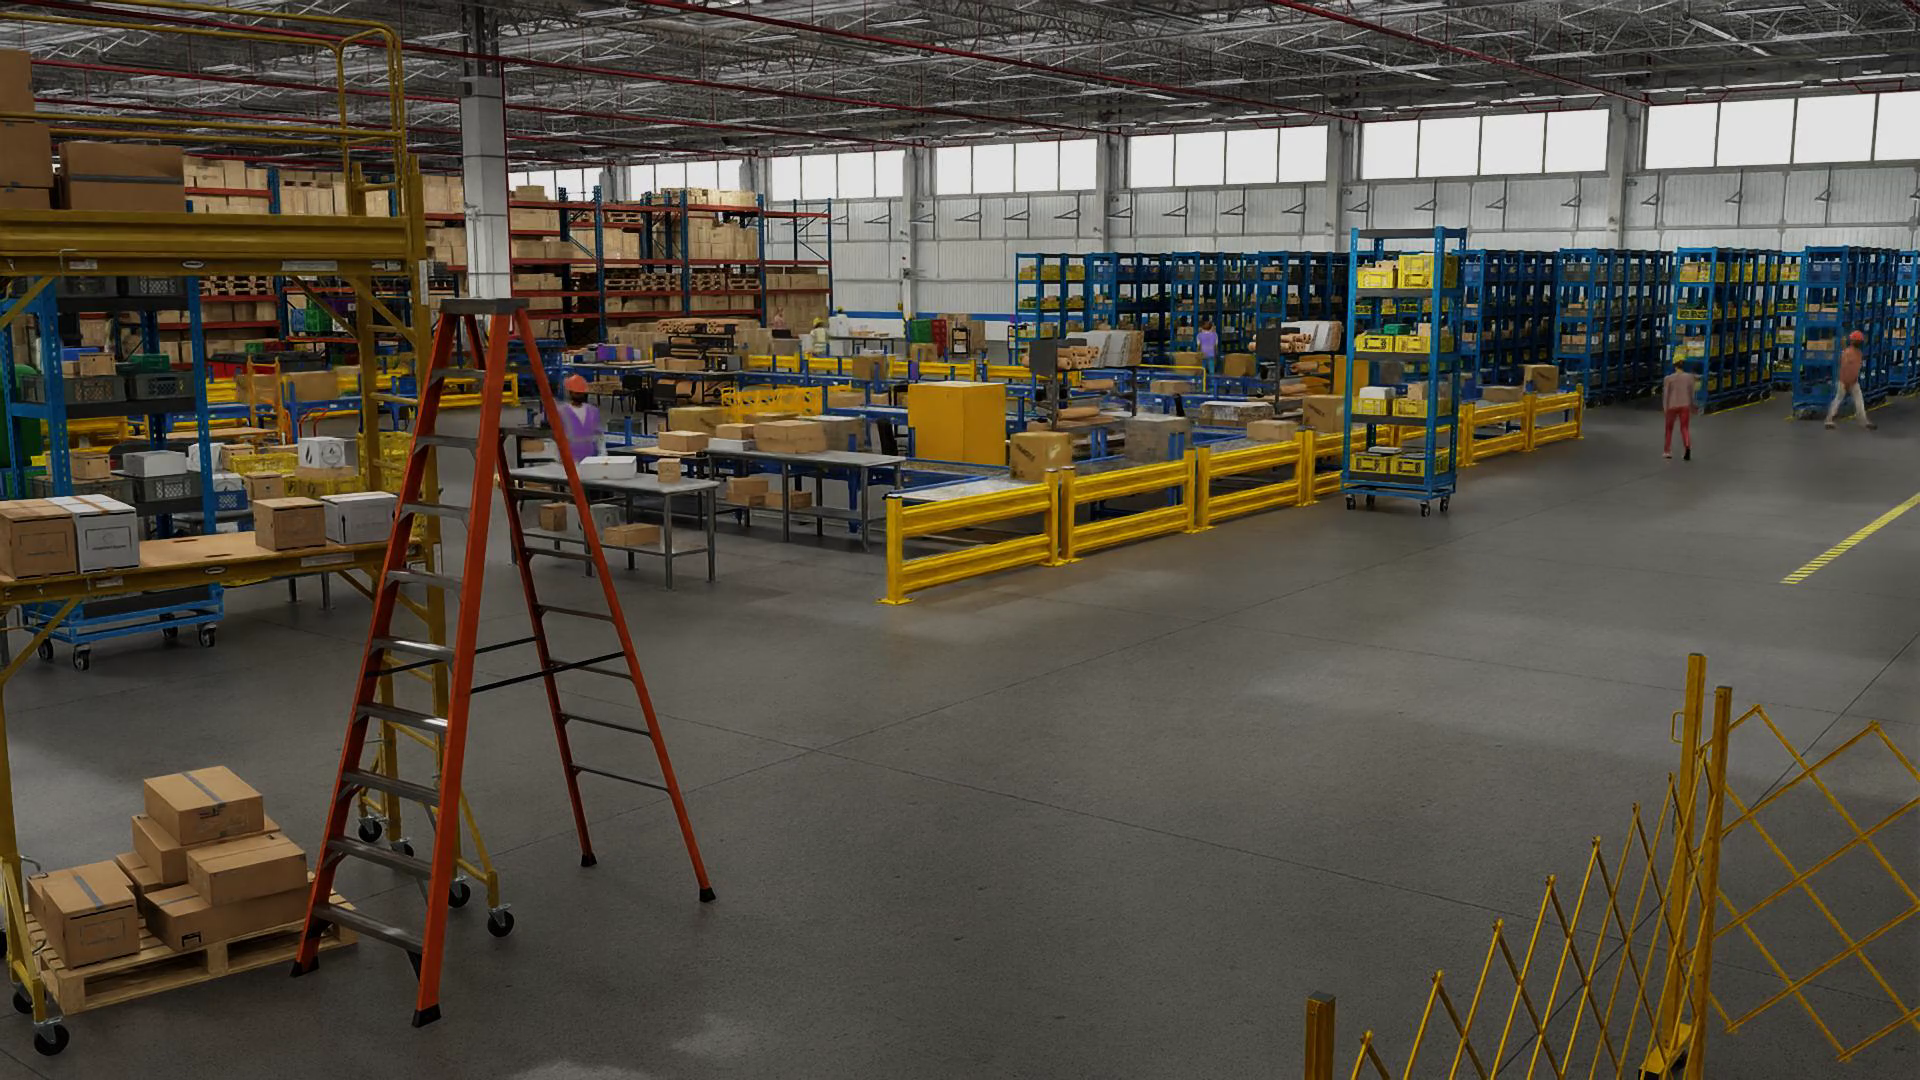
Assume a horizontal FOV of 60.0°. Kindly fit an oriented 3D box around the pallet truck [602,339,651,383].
[{"bbox_3d":[-8.991,-4.871,45.351,0.653,1.274,1.630,7,11,37],"label":"pallet truck"}]

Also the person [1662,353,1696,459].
[{"bbox_3d":[11.741,-2.178,27.156,0.523,1.738,0.743,2,9,10],"label":"person"}]

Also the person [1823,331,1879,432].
[{"bbox_3d":[17.168,-3.048,31.990,0.656,1.936,1.034,-5,11,-30],"label":"person"}]

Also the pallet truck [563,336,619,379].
[{"bbox_3d":[-10.690,-5.294,48.215,1.601,1.201,0.680,-5,10,-26],"label":"pallet truck"}]

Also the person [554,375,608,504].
[{"bbox_3d":[-4.254,-0.914,18.807,0.980,1.883,0.571,9,13,44],"label":"person"}]

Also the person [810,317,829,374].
[{"bbox_3d":[-3.967,-5.399,47.065,0.598,1.807,0.701,-6,11,-32],"label":"person"}]

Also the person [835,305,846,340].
[{"bbox_3d":[-4.837,-8.565,66.965,0.540,1.749,0.369,6,11,33],"label":"person"}]

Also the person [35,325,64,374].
[{"bbox_3d":[-20.268,-3.881,37.015,1.000,2.006,0.620,7,11,37],"label":"person"}]

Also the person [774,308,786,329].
[{"bbox_3d":[-5.967,-6.753,55.215,0.401,1.904,0.646,-2,9,-12],"label":"person"}]

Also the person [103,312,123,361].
[{"bbox_3d":[-29.090,-6.967,56.892,0.654,1.789,0.945,9,13,43],"label":"person"}]

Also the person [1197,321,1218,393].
[{"bbox_3d":[6.219,-4.588,41.876,0.563,1.847,0.388,-1,9,-9],"label":"person"}]

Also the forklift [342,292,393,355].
[{"bbox_3d":[-16.485,-5.622,45.120,1.129,2.768,1.873,7,11,37],"label":"forklift"}]

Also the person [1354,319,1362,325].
[{"bbox_3d":[11.217,-5.567,47.489,0.709,2.015,0.658,-1,9,-8],"label":"person"}]

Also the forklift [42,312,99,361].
[{"bbox_3d":[-23.779,-5.451,44.052,1.873,2.768,1.129,7,11,36],"label":"forklift"}]
